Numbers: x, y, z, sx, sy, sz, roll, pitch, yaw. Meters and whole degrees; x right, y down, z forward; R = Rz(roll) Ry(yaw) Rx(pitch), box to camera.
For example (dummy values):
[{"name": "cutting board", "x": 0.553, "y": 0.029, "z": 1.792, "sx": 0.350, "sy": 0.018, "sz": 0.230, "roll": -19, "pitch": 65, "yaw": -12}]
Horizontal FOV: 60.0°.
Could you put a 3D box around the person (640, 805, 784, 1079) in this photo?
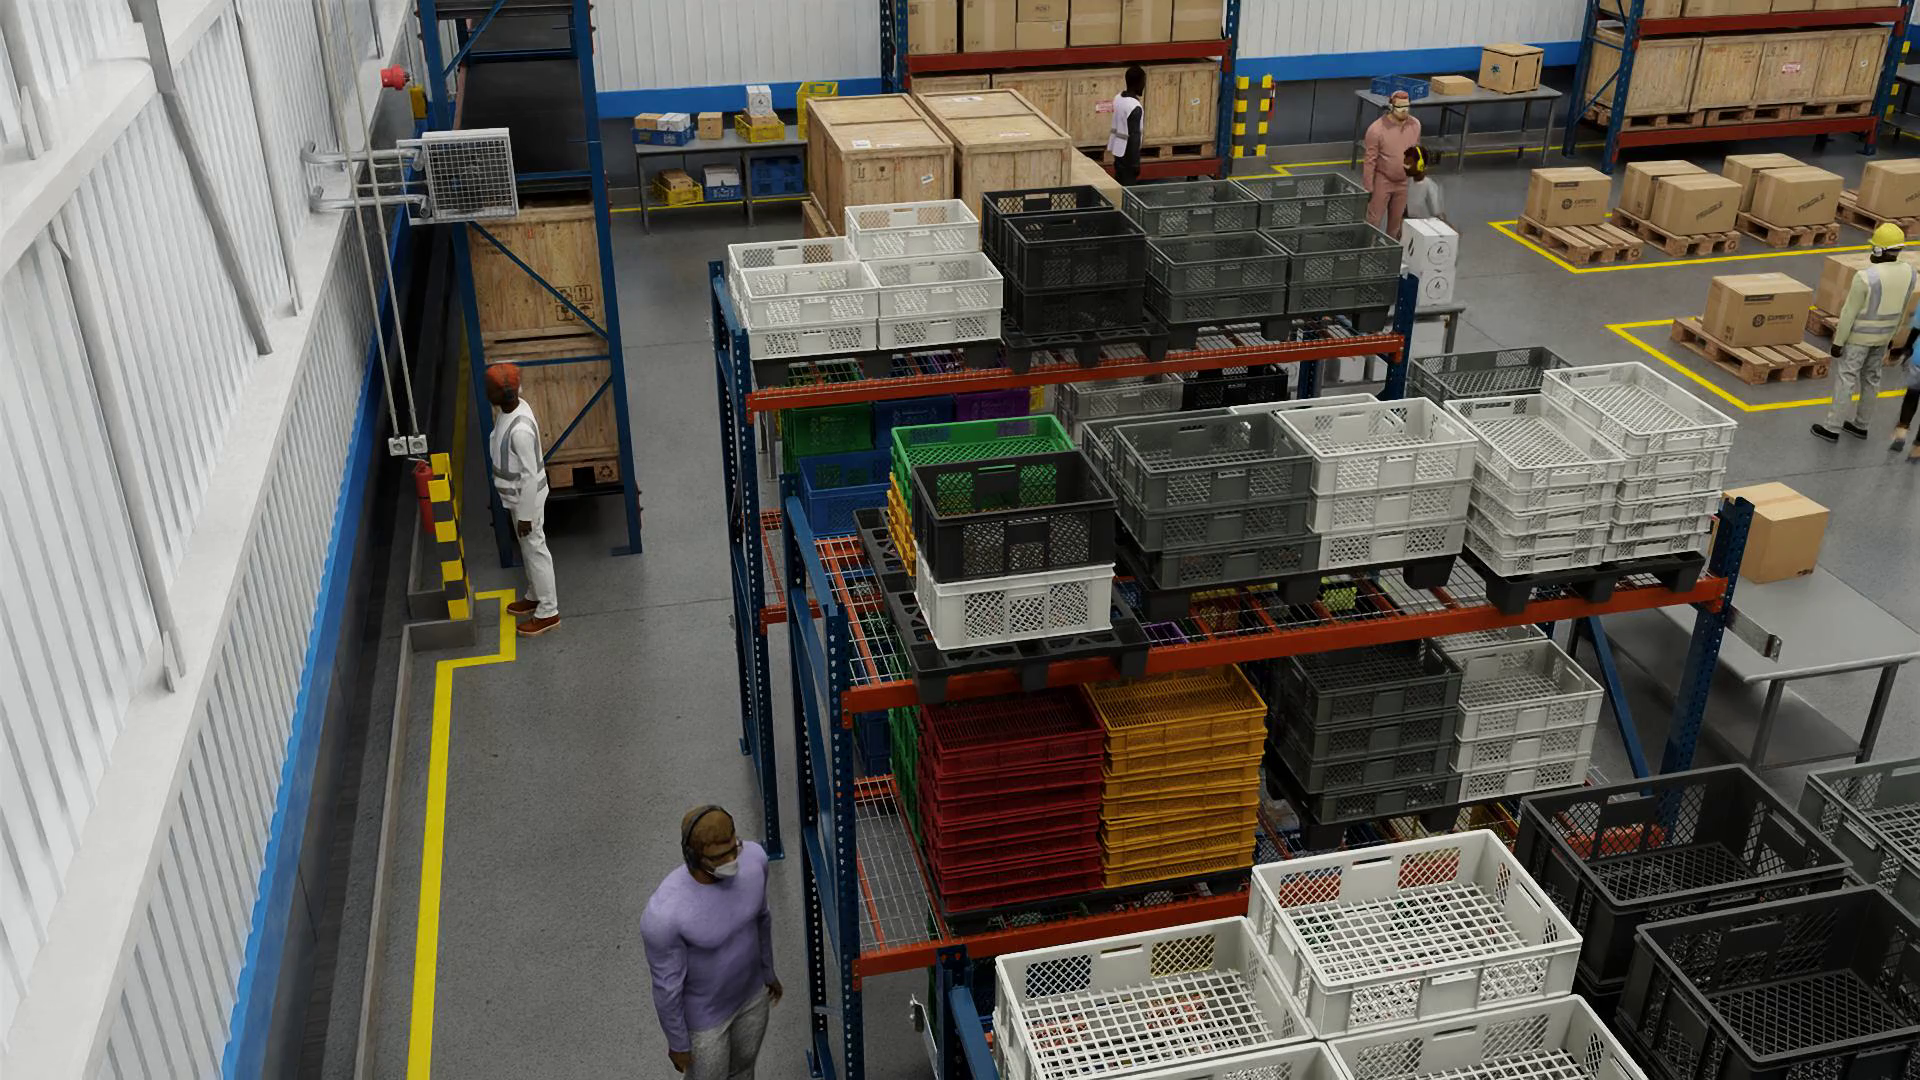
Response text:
[{"name": "person", "x": -0.959, "y": 1.864, "z": 6.706, "sx": 0.372, "sy": 1.940, "sz": 0.630, "roll": 19, "pitch": 33, "yaw": 31}]

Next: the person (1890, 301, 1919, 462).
[{"name": "person", "x": 7.787, "y": -1.425, "z": 13.211, "sx": 0.564, "sy": 1.674, "sz": 0.366, "roll": 18, "pitch": 33, "yaw": 31}]

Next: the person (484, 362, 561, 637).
[{"name": "person", "x": -2.858, "y": -0.275, "z": 10.823, "sx": 0.355, "sy": 1.884, "sz": 0.576, "roll": -11, "pitch": 30, "yaw": -20}]

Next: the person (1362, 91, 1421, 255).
[{"name": "person", "x": 4.504, "y": -3.737, "z": 17.381, "sx": 0.647, "sy": 1.901, "sz": 0.402, "roll": -9, "pitch": 29, "yaw": -17}]

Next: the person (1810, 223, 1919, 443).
[{"name": "person", "x": 7.380, "y": -1.677, "z": 13.548, "sx": 0.597, "sy": 1.824, "sz": 0.403, "roll": -8, "pitch": 29, "yaw": -14}]

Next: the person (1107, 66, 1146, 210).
[{"name": "person", "x": 1.831, "y": -4.242, "z": 18.323, "sx": 0.379, "sy": 1.910, "sz": 0.592, "roll": -7, "pitch": 29, "yaw": -13}]

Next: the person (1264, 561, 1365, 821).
[{"name": "person", "x": 1.926, "y": 0.740, "z": 8.956, "sx": 0.631, "sy": 1.834, "sz": 0.429, "roll": 8, "pitch": 29, "yaw": 14}]
